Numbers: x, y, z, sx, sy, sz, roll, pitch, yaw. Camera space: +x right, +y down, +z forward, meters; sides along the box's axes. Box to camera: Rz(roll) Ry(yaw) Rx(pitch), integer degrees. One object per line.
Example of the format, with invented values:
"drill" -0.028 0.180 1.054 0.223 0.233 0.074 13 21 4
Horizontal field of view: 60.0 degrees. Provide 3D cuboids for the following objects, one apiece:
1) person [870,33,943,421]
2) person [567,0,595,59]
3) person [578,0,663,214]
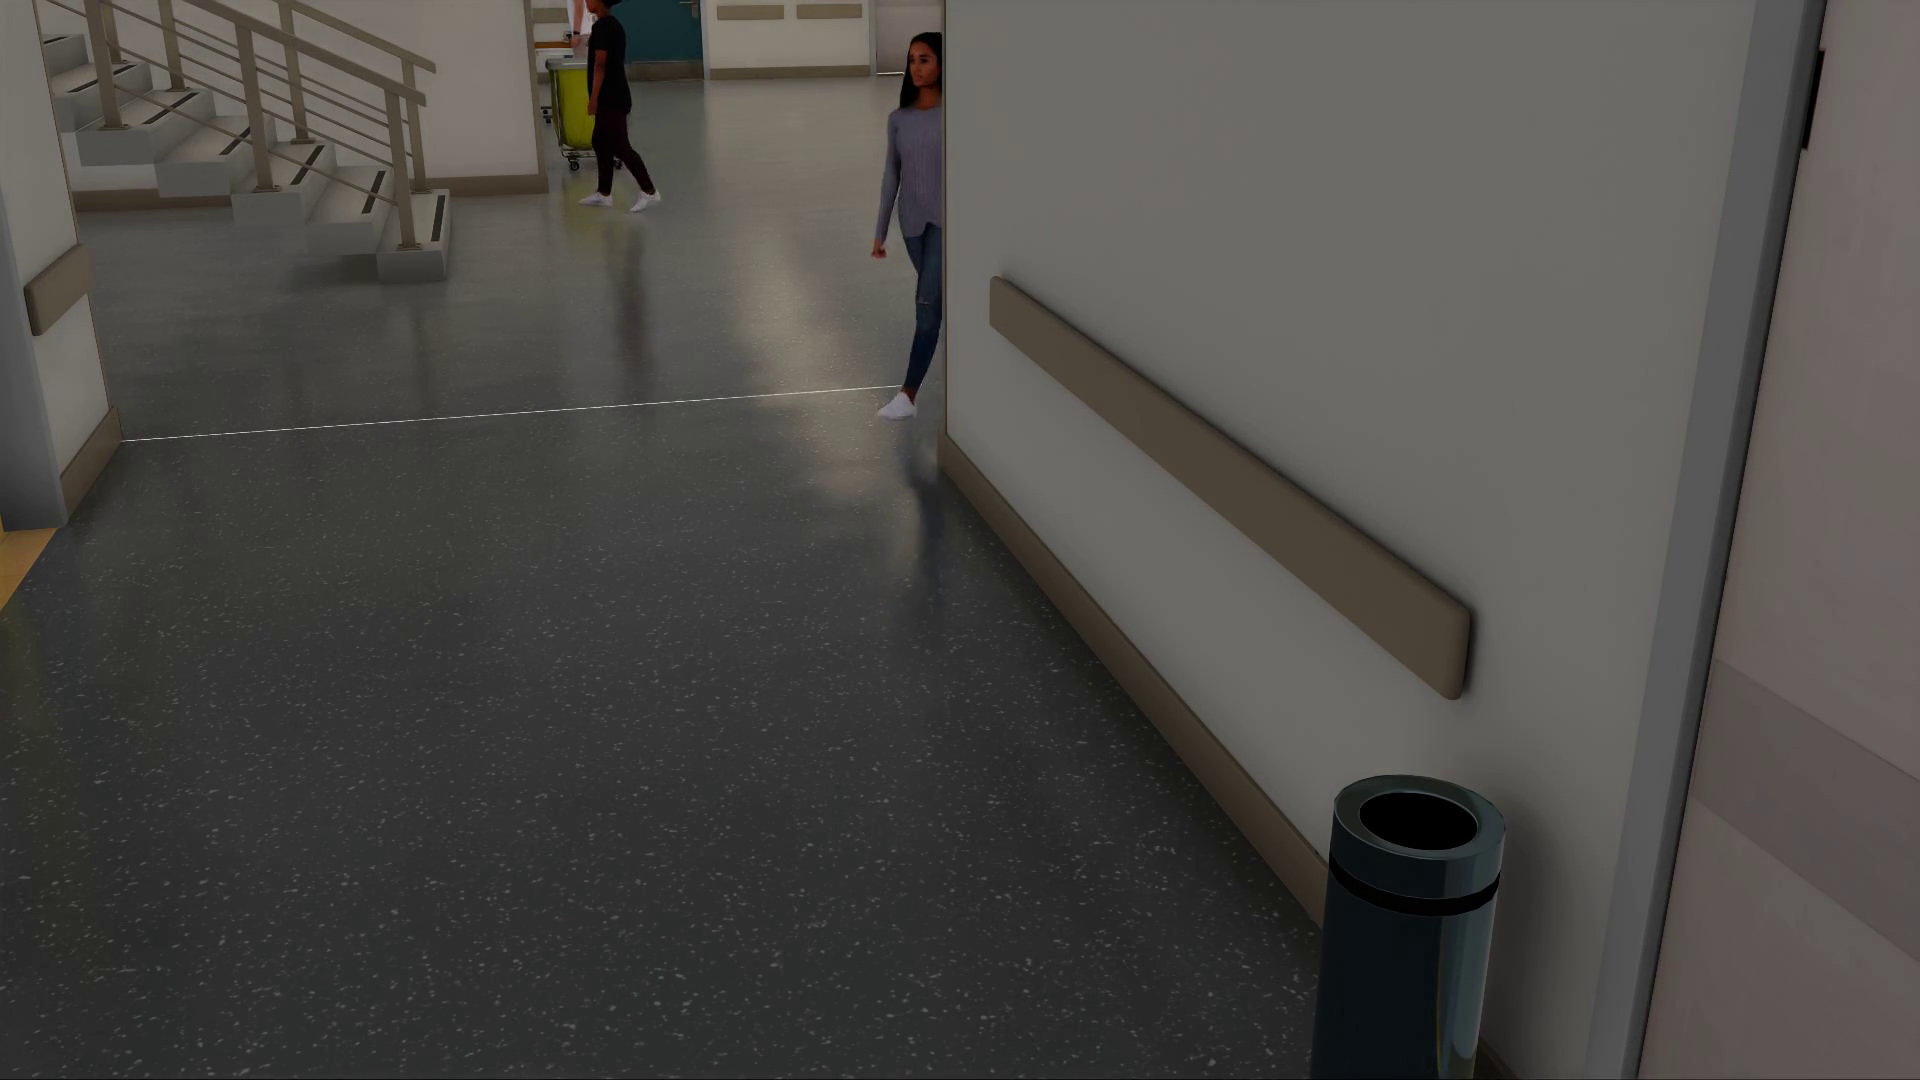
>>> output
"person" -0.068 -1.417 7.658 1.128 1.679 1.215 13 24 30
"person" -4.158 -5.591 18.384 0.698 1.887 0.742 0 21 1
"person" -2.673 -3.469 12.918 0.982 1.791 0.754 -1 21 -3
